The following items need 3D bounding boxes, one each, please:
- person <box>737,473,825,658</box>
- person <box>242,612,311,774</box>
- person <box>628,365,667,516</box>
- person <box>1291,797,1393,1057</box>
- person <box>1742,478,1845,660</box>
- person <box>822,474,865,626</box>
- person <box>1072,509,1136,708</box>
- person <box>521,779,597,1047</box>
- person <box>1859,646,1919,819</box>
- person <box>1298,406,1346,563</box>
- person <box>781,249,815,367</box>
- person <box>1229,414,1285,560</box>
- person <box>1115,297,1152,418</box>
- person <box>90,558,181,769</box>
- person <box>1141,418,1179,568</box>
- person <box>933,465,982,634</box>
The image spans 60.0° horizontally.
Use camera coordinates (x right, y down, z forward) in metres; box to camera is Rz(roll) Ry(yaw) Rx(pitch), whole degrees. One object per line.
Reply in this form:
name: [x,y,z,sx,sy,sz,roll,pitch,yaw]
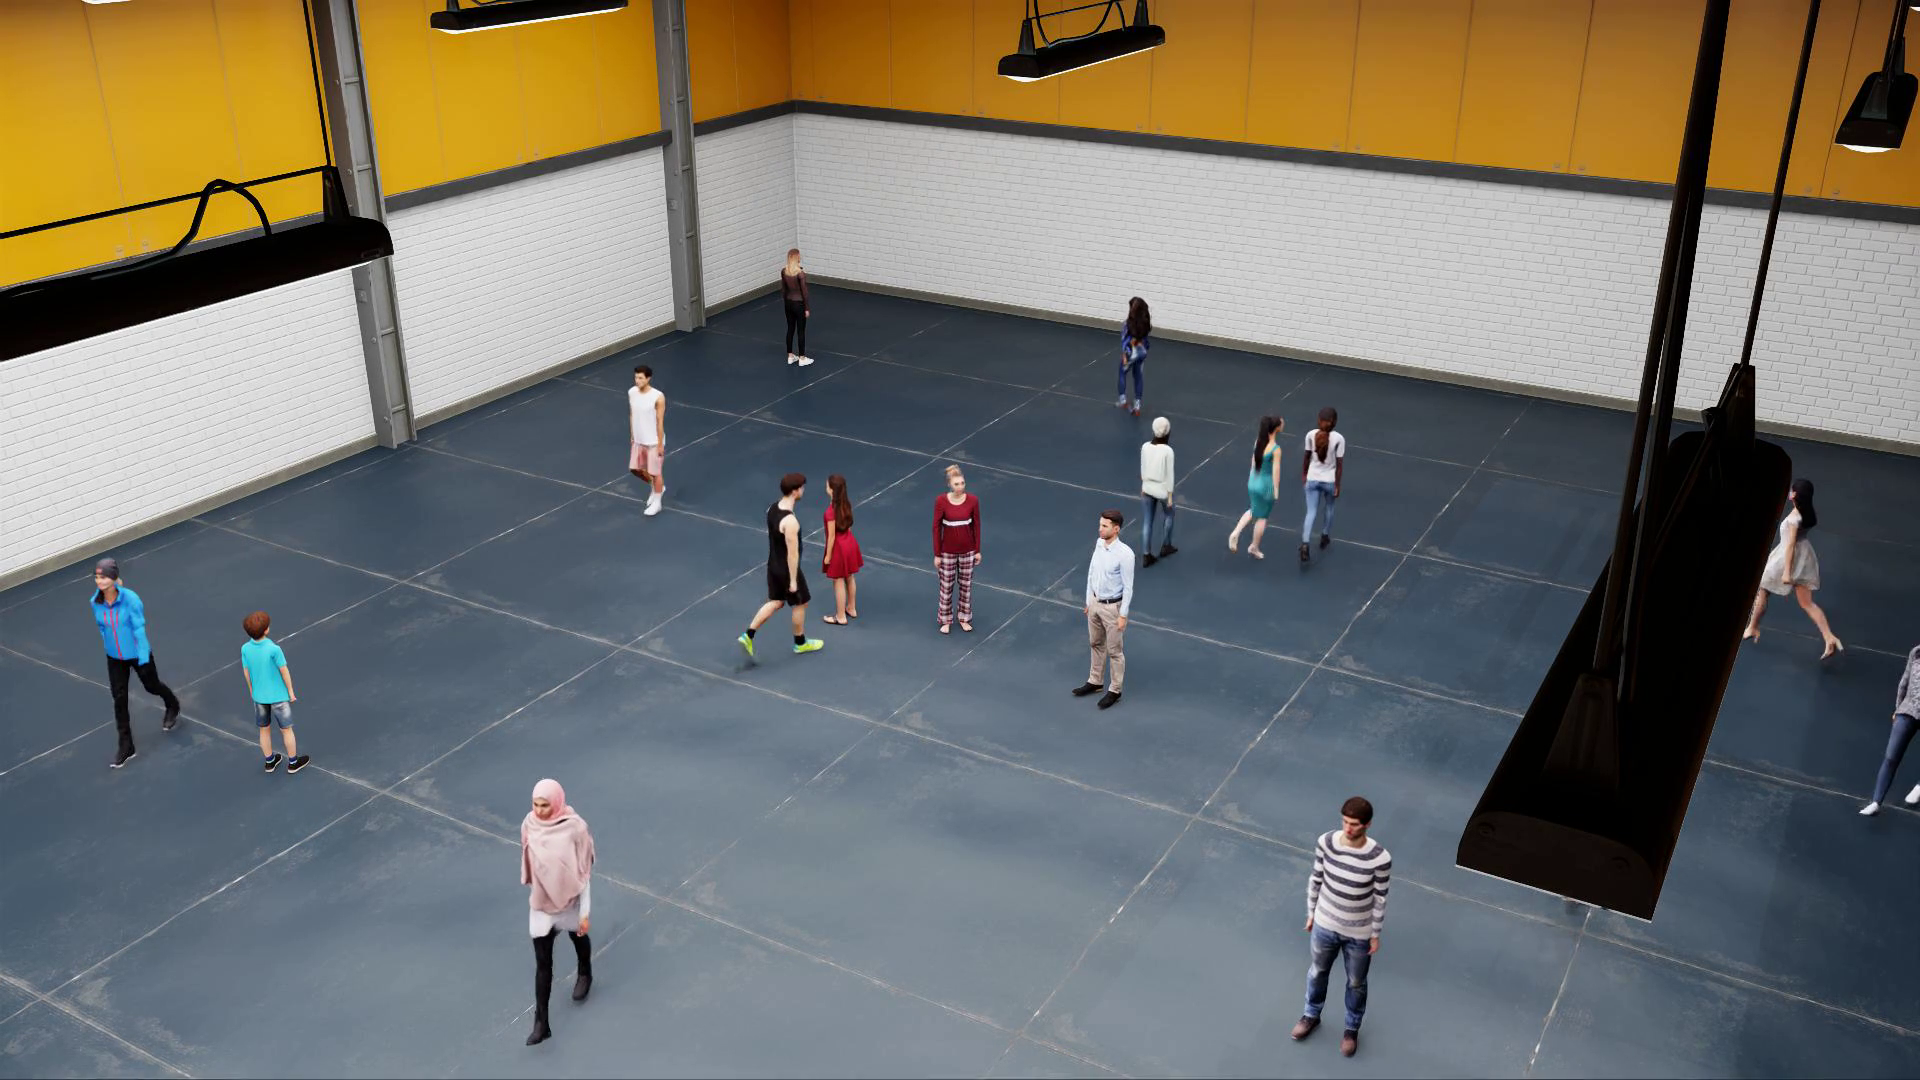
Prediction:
person: [-1.706,0.280,15.514,1.239,1.864,1.067,-16,28,-32]
person: [-5.730,1.256,13.799,0.585,1.449,0.585,3,24,6]
person: [-3.490,-1.169,18.937,0.650,1.778,0.700,13,27,28]
person: [2.462,2.428,10.614,0.640,1.854,0.519,13,27,28]
person: [7.895,0.317,15.602,1.205,1.726,0.925,-20,31,-38]
person: [-1.174,0.079,16.363,0.600,1.553,0.536,14,27,29]
person: [1.318,0.584,14.839,0.726,1.847,0.733,-18,29,-35]
person: [-2.584,2.330,10.947,0.958,1.766,1.212,2,24,4]
person: [7.676,1.405,13.168,1.220,1.682,0.933,-18,29,-35]
person: [3.816,-0.566,17.673,0.661,1.685,1.117,10,26,22]
person: [-2.386,-3.378,24.082,0.625,1.705,0.535,17,29,33]
person: [3.143,-0.531,17.611,0.860,1.671,0.777,-16,29,-33]
person: [2.346,-2.411,22.002,0.825,1.599,0.876,-11,26,-24]
person: [-6.963,0.964,14.090,0.925,1.751,1.241,3,24,7]
person: [2.047,-0.491,17.563,0.645,1.635,0.803,15,28,31]
person: [-0.030,0.094,16.147,0.681,1.698,0.725,-5,24,-11]
